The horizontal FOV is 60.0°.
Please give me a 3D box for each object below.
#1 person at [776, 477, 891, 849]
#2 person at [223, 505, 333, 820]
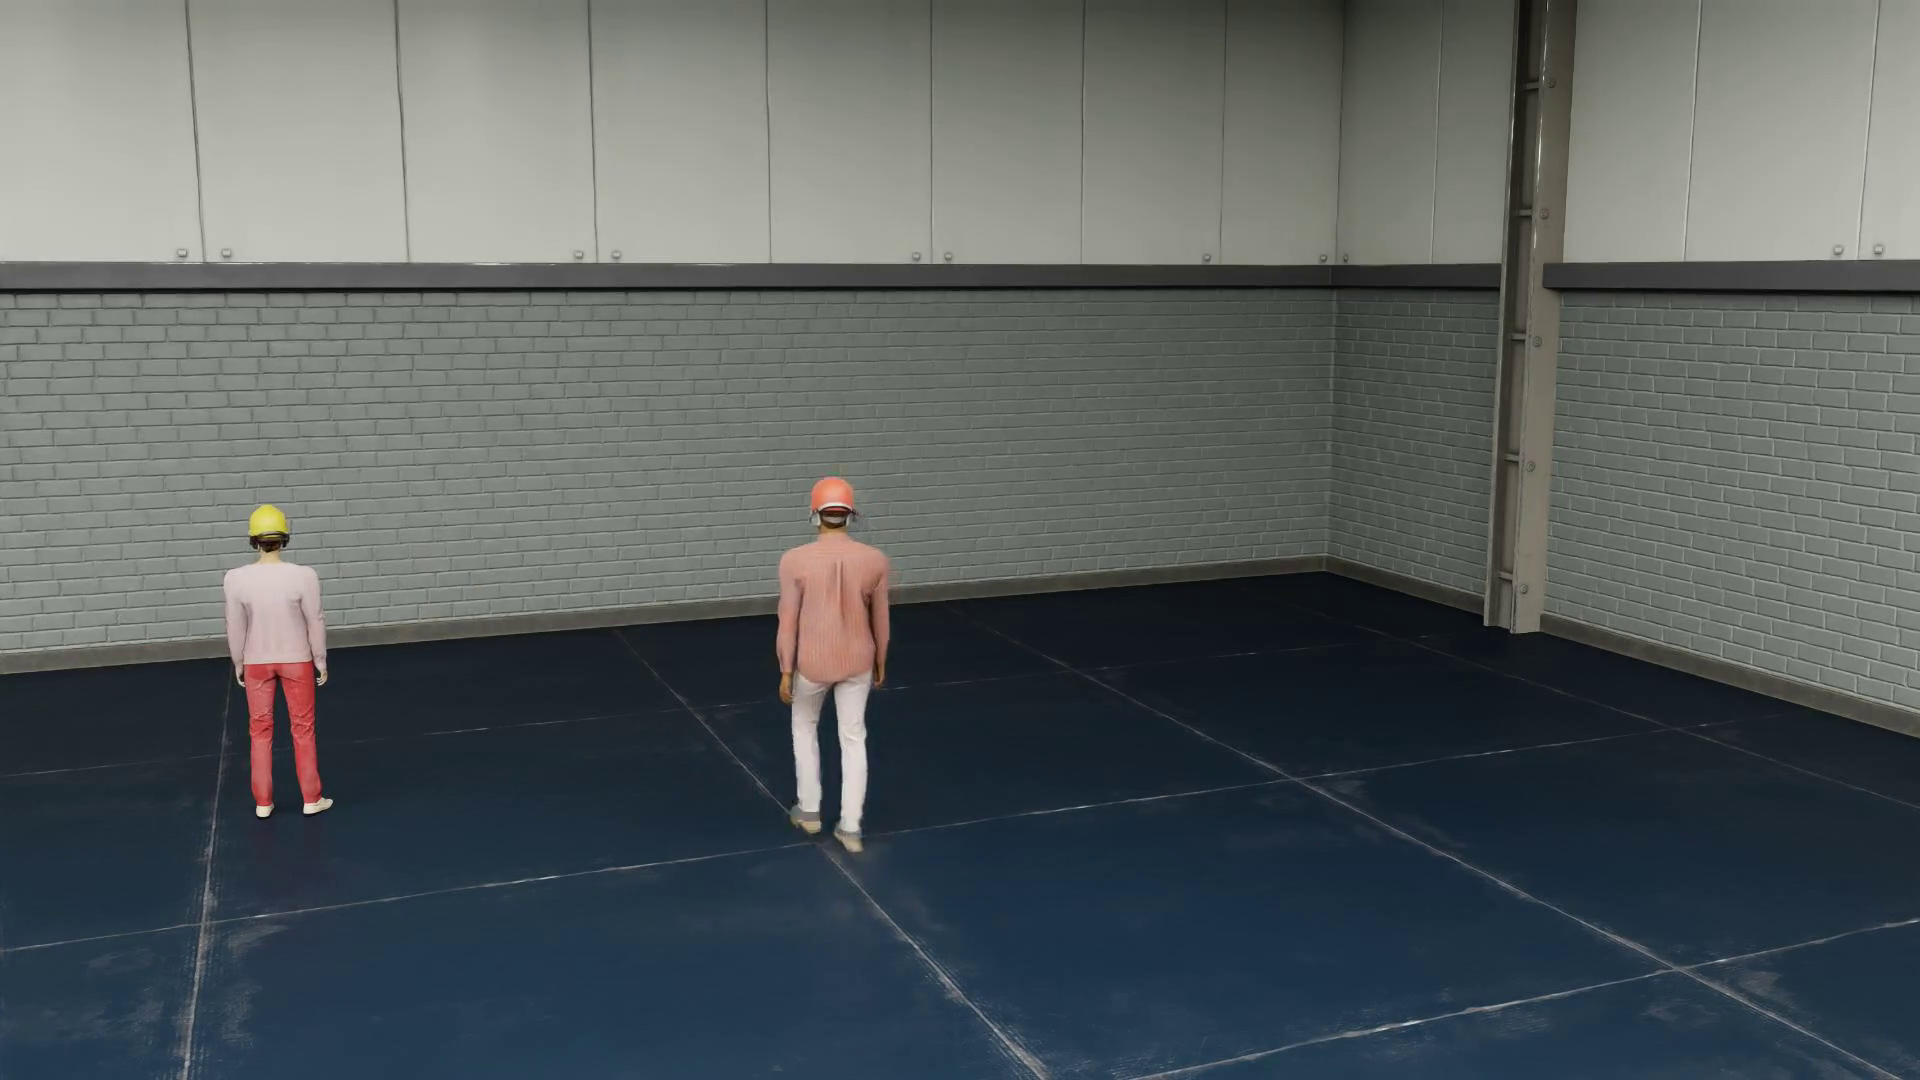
[{"bbox_3d":[-0.699,0.634,8.951,0.646,1.965,0.751,-3,10,-18],"label":"person"},{"bbox_3d":[-3.797,0.684,9.276,0.525,1.771,0.303,-1,9,-8],"label":"person"}]
